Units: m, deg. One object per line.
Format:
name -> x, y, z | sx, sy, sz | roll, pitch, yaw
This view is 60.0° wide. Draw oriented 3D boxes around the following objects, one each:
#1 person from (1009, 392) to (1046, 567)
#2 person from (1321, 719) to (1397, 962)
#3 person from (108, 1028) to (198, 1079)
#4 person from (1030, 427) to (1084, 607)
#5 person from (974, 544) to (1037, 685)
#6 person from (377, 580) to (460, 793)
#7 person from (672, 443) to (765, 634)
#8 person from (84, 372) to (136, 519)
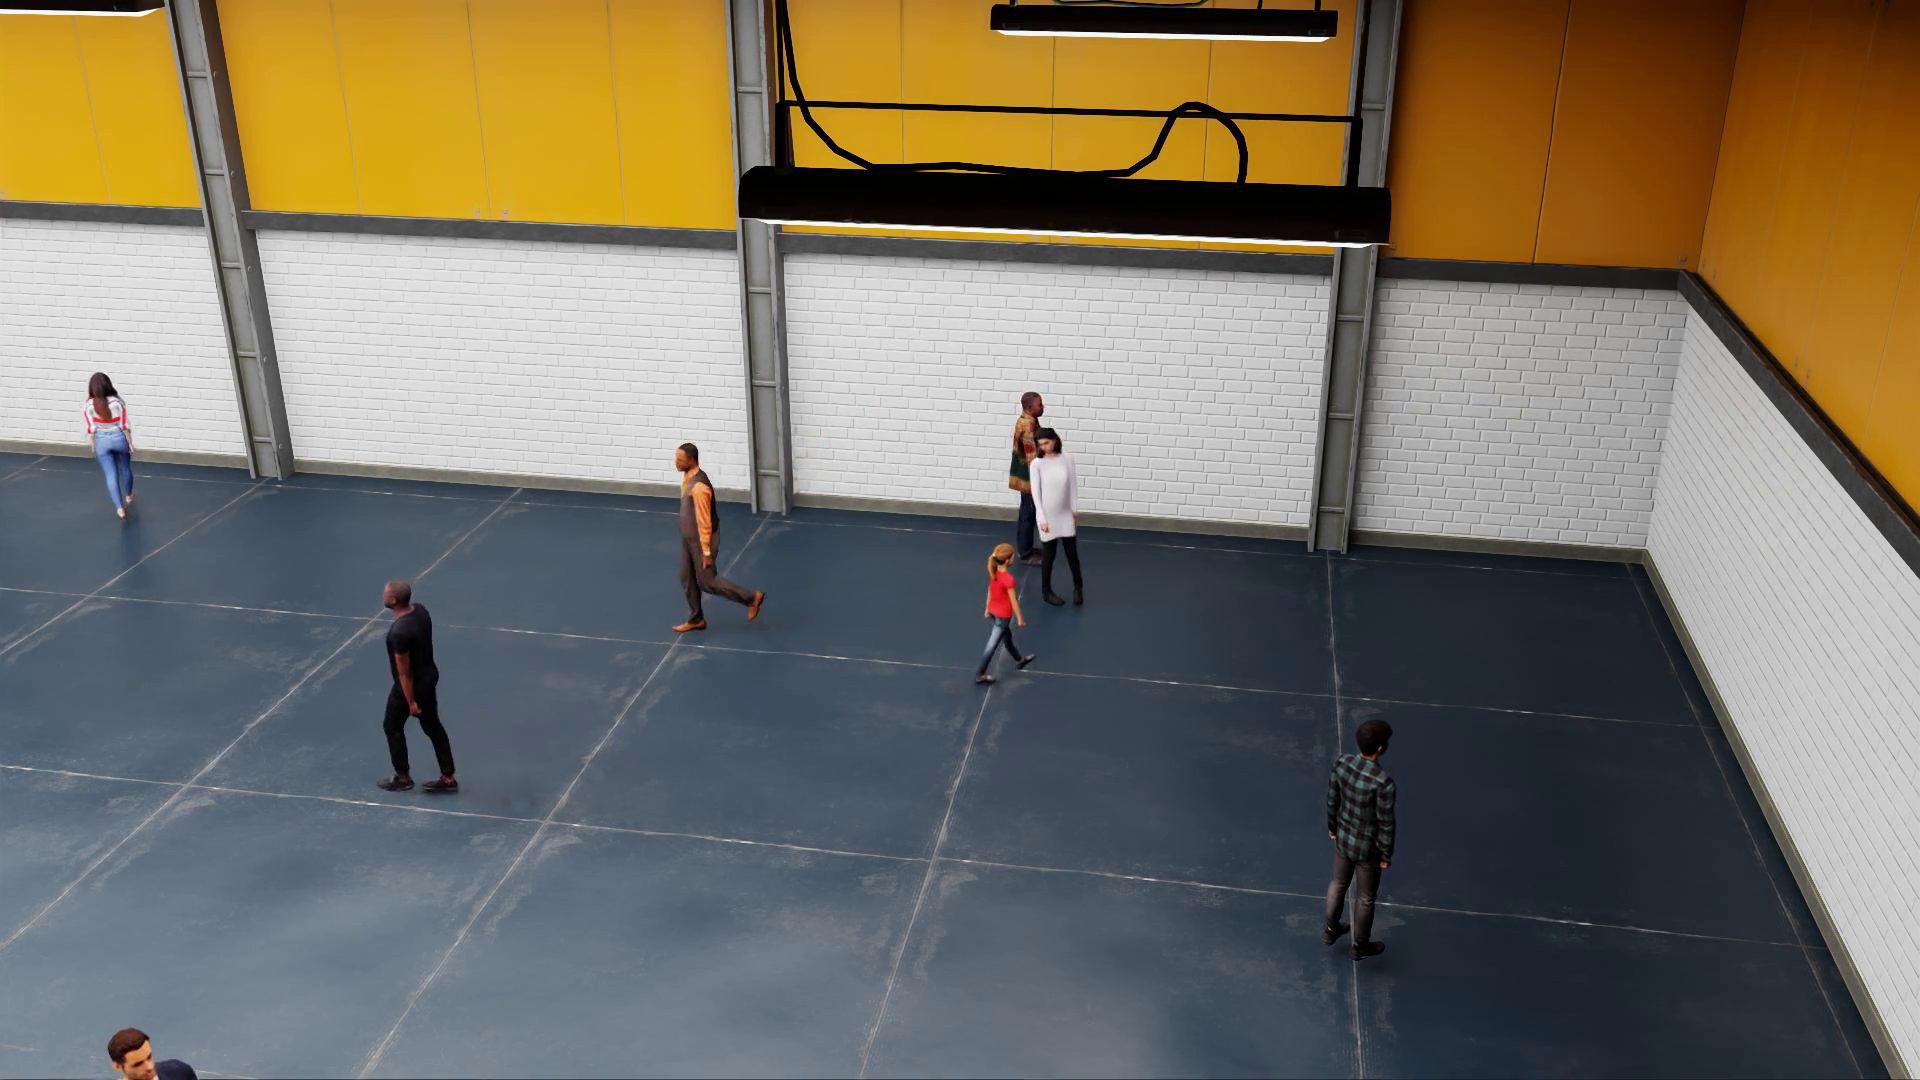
person -> 0.704, -0.635, 16.761 | 0.717, 1.808, 0.743 | 0, 24, -1
person -> 2.596, 1.914, 10.794 | 0.774, 1.715, 0.724 | -18, 29, -35
person -> -3.937, 3.107, 8.194 | 1.280, 1.815, 0.967 | 14, 27, 30
person -> 0.857, -0.237, 15.881 | 0.763, 1.783, 0.872 | -14, 27, -28
person -> 0.293, 0.667, 14.444 | 0.937, 1.279, 0.826 | -12, 27, -26
person -> -4.080, 1.140, 12.713 | 0.854, 1.798, 0.680 | 5, 24, 12
person -> -2.257, -0.002, 15.223 | 1.221, 1.880, 1.039 | -6, 24, -13
person -> -9.116, -0.991, 17.865 | 1.075, 1.576, 1.038 | -10, 26, -22
